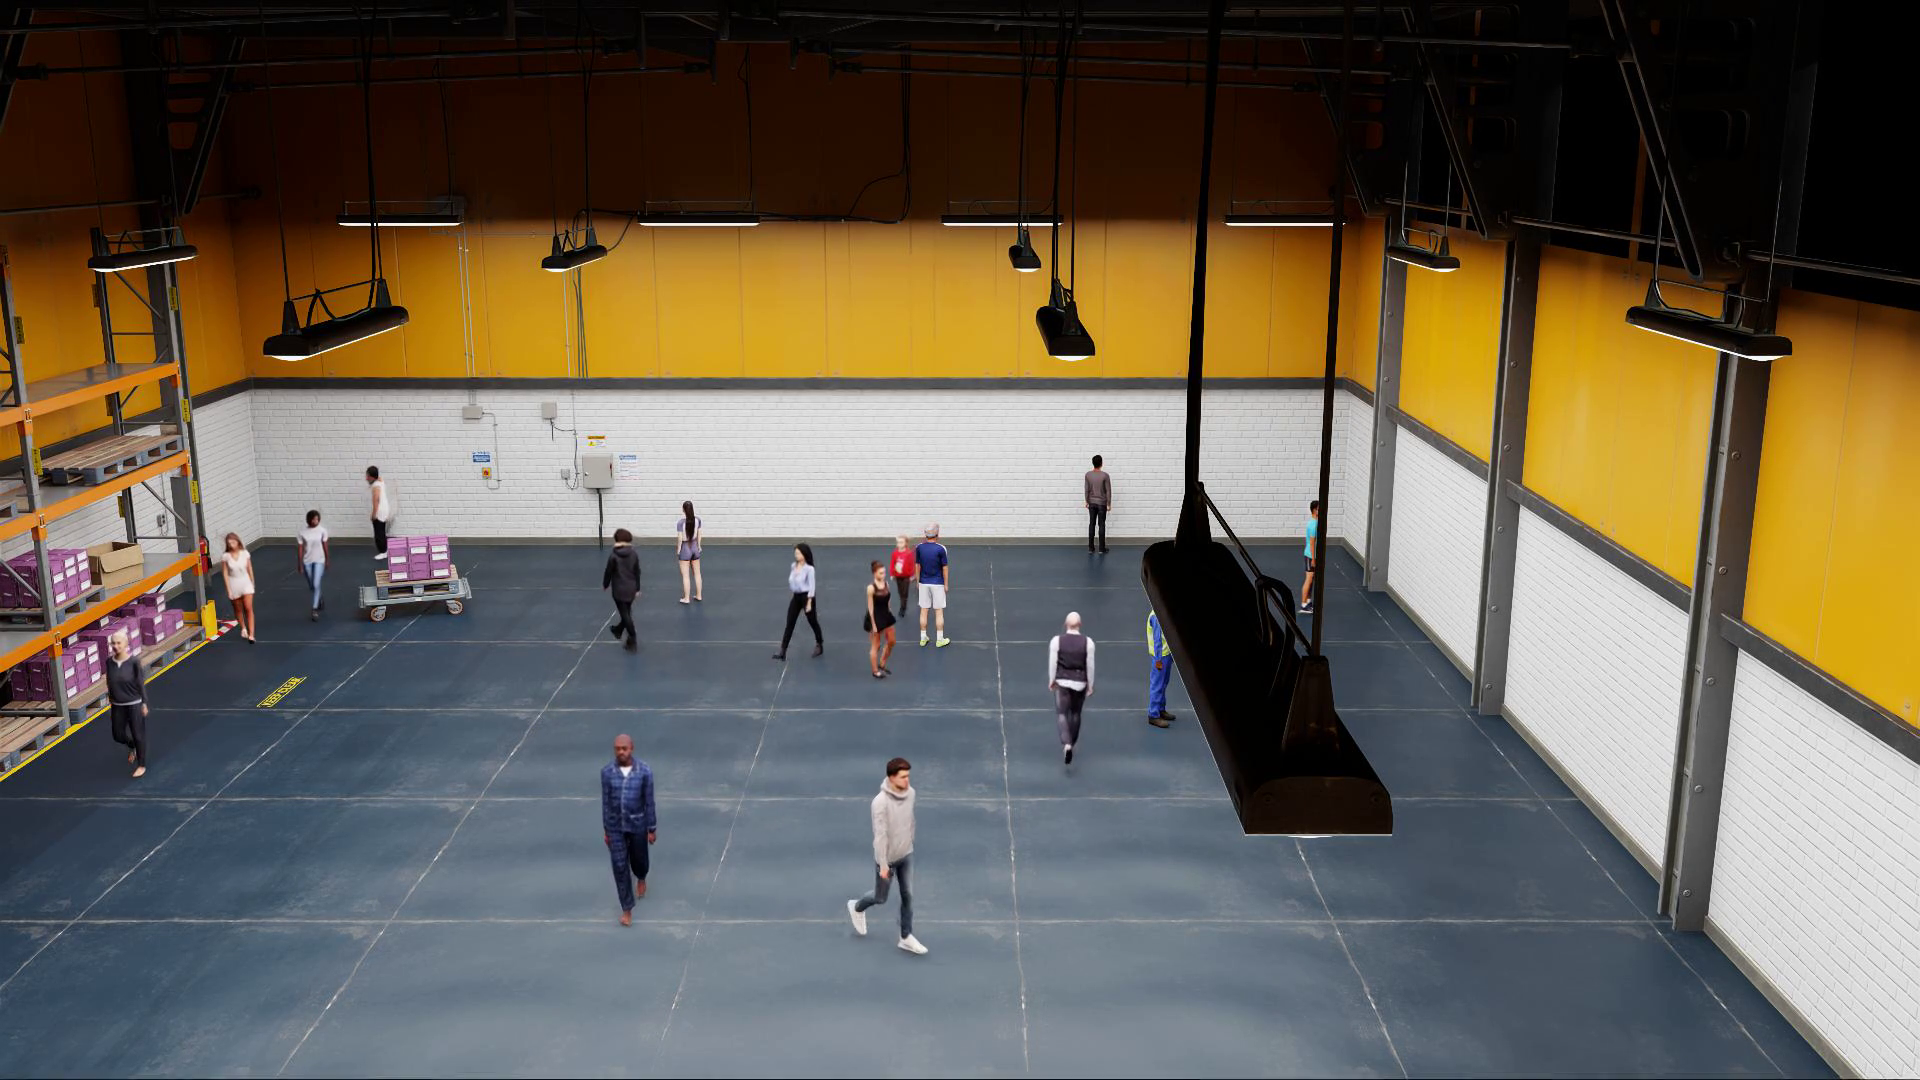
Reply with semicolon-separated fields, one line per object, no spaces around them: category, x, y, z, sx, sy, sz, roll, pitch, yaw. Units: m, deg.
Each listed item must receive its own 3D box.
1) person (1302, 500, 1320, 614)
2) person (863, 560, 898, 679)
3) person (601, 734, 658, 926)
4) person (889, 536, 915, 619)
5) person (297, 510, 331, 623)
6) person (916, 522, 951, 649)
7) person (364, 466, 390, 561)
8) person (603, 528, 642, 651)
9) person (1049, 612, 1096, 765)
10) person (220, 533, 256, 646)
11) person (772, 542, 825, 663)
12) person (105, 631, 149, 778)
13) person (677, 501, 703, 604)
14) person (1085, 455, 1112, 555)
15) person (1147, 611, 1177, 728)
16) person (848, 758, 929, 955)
person;5.502;0.244;25.939;0.730;1.773;0.573;5;14;19
person;-1.169;1.075;22.728;0.806;1.669;0.744;11;18;39
person;-3.153;2.686;15.795;0.730;1.800;1.025;-2;14;-6
person;-0.868;0.552;25.773;0.669;1.253;0.921;4;14;16
person;-9.948;0.368;25.625;0.835;1.680;1.155;-4;14;-14
person;-0.409;0.636;24.184;0.698;1.836;0.652;5;14;18
person;-10.246;-0.506;29.262;0.922;1.666;0.649;0;14;-1
person;-4.799;0.751;23.961;1.076;1.718;1.196;-11;18;-39
person;1.299;1.767;19.608;0.676;1.793;1.116;0;14;1
person;-10.562;0.706;24.323;0.947;1.636;1.216;-7;15;-27
person;-2.124;0.881;23.463;1.099;1.700;1.208;12;18;40
person;-9.649;1.870;19.352;0.646;1.713;0.754;-1;14;-5
person;-4.302;0.179;26.467;0.671;1.650;0.725;-12;18;-42
person;2.443;-0.645;29.618;0.705;1.769;0.663;4;14;15
person;2.548;1.426;20.972;0.817;1.813;0.685;7;15;26
person;-0.675;2.840;15.098;1.190;1.829;1.133;13;19;42
